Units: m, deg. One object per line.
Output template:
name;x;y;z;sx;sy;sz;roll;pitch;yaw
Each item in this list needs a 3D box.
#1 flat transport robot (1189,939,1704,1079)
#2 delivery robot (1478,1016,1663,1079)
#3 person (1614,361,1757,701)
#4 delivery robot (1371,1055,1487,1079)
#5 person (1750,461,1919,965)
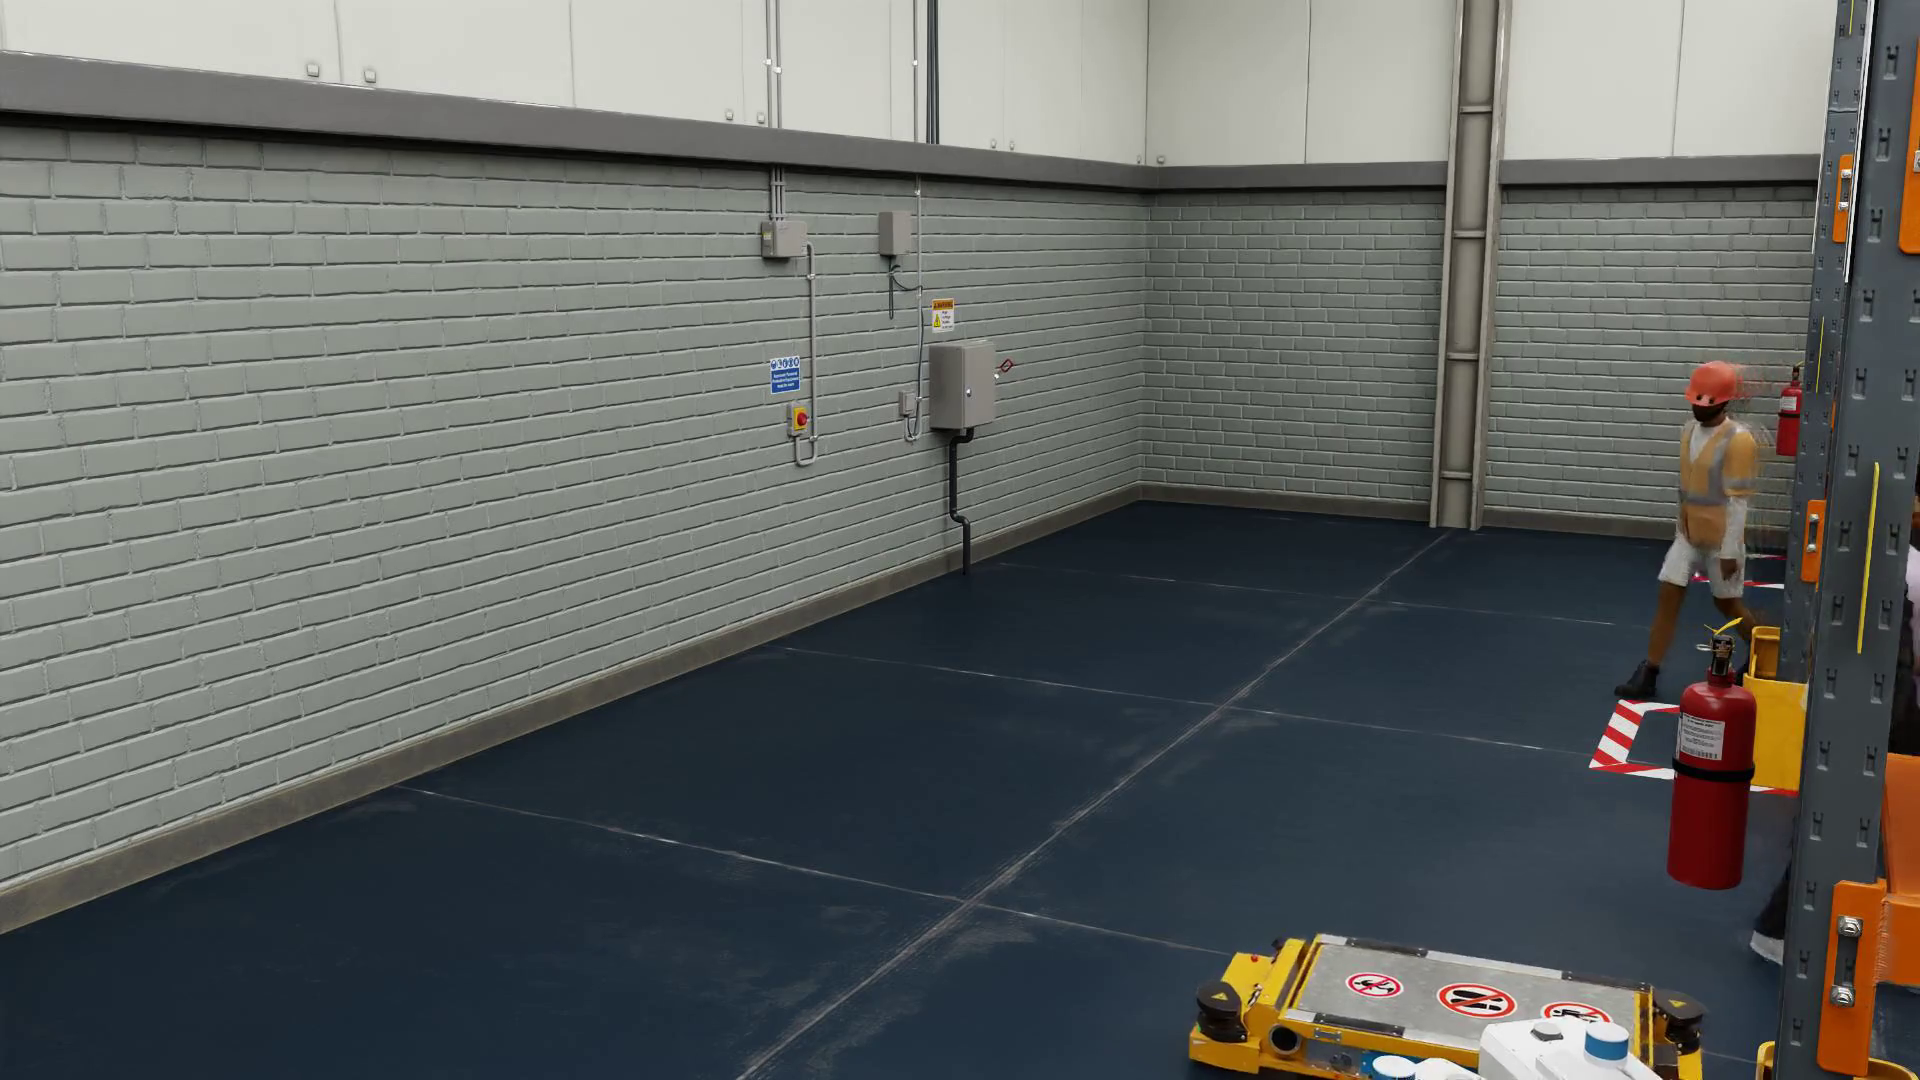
flat transport robot;1.473;1.473;5.040;1.431;0.197;0.652;4;11;22
delivery robot;1.600;1.448;4.148;0.477;0.478;0.707;-2;11;-12
person;4.085;-0.045;8.995;0.987;1.873;0.608;-3;11;-15
delivery robot;1.027;1.479;3.978;0.707;0.478;0.477;-8;13;-36
person;3.080;0.621;5.365;0.619;1.860;0.982;-7;13;-34
